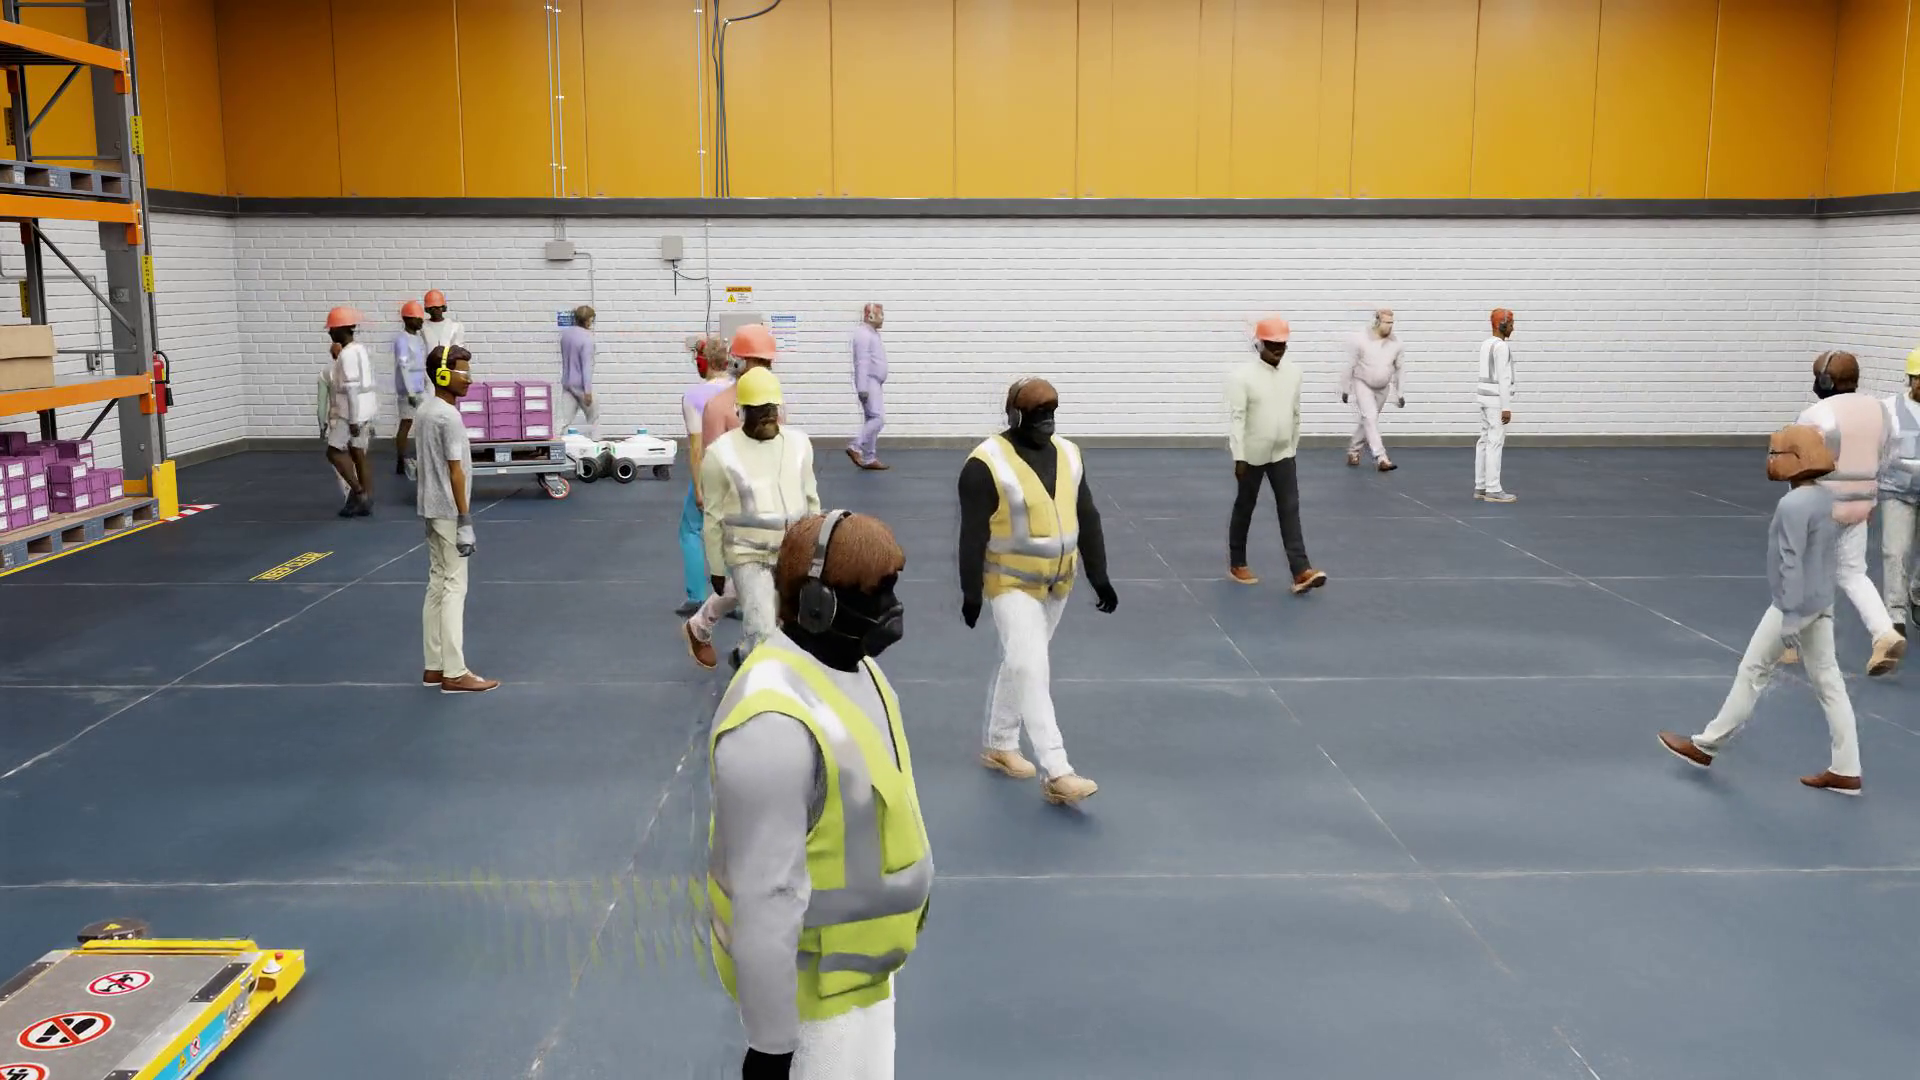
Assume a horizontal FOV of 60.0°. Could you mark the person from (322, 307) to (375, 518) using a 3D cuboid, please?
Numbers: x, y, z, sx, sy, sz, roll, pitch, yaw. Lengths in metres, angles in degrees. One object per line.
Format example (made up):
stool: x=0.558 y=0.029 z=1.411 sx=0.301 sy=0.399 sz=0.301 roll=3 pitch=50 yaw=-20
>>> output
person: x=-5.562 y=-1.148 z=15.124 sx=0.406 sy=1.918 sz=0.550 roll=-1 pitch=9 yaw=-5

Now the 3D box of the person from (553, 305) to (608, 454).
person: x=-4.366 y=-1.730 z=18.872 sx=0.665 sy=1.874 sz=1.026 roll=9 pitch=13 yaw=44

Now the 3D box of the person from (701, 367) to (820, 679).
person: x=-0.997 y=0.043 z=8.164 sx=0.591 sy=1.806 sz=0.736 roll=-7 pitch=12 yaw=-37

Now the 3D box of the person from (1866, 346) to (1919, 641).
person: x=5.826 y=-0.284 z=10.138 sx=0.611 sy=1.813 sz=0.440 roll=4 pitch=10 yaw=23

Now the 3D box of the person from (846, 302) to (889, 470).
person: x=-0.979 y=-1.718 z=18.663 sx=0.422 sy=1.894 sz=0.652 roll=1 pitch=9 yaw=6

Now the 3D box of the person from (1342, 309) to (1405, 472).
person: x=4.689 y=-1.705 z=18.874 sx=0.648 sy=1.825 sz=1.076 roll=-3 pitch=10 yaw=-17

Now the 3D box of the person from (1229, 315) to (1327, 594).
person: x=2.180 y=-0.597 z=11.667 sx=0.657 sy=1.937 sz=1.022 roll=-4 pitch=10 yaw=-22

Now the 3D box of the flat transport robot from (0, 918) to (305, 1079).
flat transport robot: x=-2.409 y=1.396 z=4.562 sx=0.652 sy=0.197 sz=1.431 roll=0 pitch=9 yaw=1

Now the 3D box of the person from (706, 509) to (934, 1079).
person: x=-0.332 y=0.835 z=3.283 sx=0.564 sy=1.824 sz=0.631 roll=2 pitch=9 yaw=10

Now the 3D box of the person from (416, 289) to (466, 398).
person: x=-6.115 y=-1.925 z=19.558 sx=0.613 sy=2.031 sz=0.402 roll=-3 pitch=10 yaw=-19

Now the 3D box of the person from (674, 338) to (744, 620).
person: x=-1.613 y=-0.393 z=10.796 sx=0.575 sy=1.821 sz=0.659 roll=-9 pitch=13 yaw=-44

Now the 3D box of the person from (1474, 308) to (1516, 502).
person: x=5.247 y=-1.316 z=16.266 sx=0.355 sy=1.883 sz=0.575 roll=-1 pitch=9 yaw=-4

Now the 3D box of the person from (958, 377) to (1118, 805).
person: x=0.374 y=0.209 z=7.148 sx=0.647 sy=1.797 sz=0.918 roll=-8 pitch=12 yaw=-39

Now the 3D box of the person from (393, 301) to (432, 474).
person: x=-5.922 y=-1.662 z=18.274 sx=0.737 sy=1.909 sz=0.581 roll=1 pitch=9 yaw=7

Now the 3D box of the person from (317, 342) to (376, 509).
person: x=-5.658 y=-1.044 z=15.412 sx=0.523 sy=1.621 sz=0.572 roll=-6 pitch=11 yaw=-34

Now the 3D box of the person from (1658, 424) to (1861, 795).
person: x=3.587 y=0.291 z=7.301 sx=0.534 sy=1.587 sz=0.854 roll=-9 pitch=13 yaw=-44

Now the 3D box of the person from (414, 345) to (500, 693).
person: x=-2.743 y=-0.112 z=8.945 sx=0.323 sy=1.862 sz=0.518 roll=-7 pitch=12 yaw=-37

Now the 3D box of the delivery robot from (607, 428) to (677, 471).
delivery robot: x=-3.398 y=-0.953 z=17.812 sx=0.707 sy=0.478 sz=0.477 roll=-3 pitch=10 yaw=-21

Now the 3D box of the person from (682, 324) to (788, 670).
person: x=-1.186 y=-0.185 z=9.043 sx=0.605 sy=1.974 sz=0.613 roll=6 pitch=11 yaw=33

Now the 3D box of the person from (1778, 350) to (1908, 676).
person: x=4.911 y=-0.153 z=9.309 sx=0.618 sy=1.814 sz=0.826 roll=-2 pitch=10 yaw=-14

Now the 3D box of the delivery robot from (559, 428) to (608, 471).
delivery robot: x=-4.142 y=-0.954 z=17.818 sx=0.707 sy=0.478 sz=0.477 roll=1 pitch=9 yaw=9
